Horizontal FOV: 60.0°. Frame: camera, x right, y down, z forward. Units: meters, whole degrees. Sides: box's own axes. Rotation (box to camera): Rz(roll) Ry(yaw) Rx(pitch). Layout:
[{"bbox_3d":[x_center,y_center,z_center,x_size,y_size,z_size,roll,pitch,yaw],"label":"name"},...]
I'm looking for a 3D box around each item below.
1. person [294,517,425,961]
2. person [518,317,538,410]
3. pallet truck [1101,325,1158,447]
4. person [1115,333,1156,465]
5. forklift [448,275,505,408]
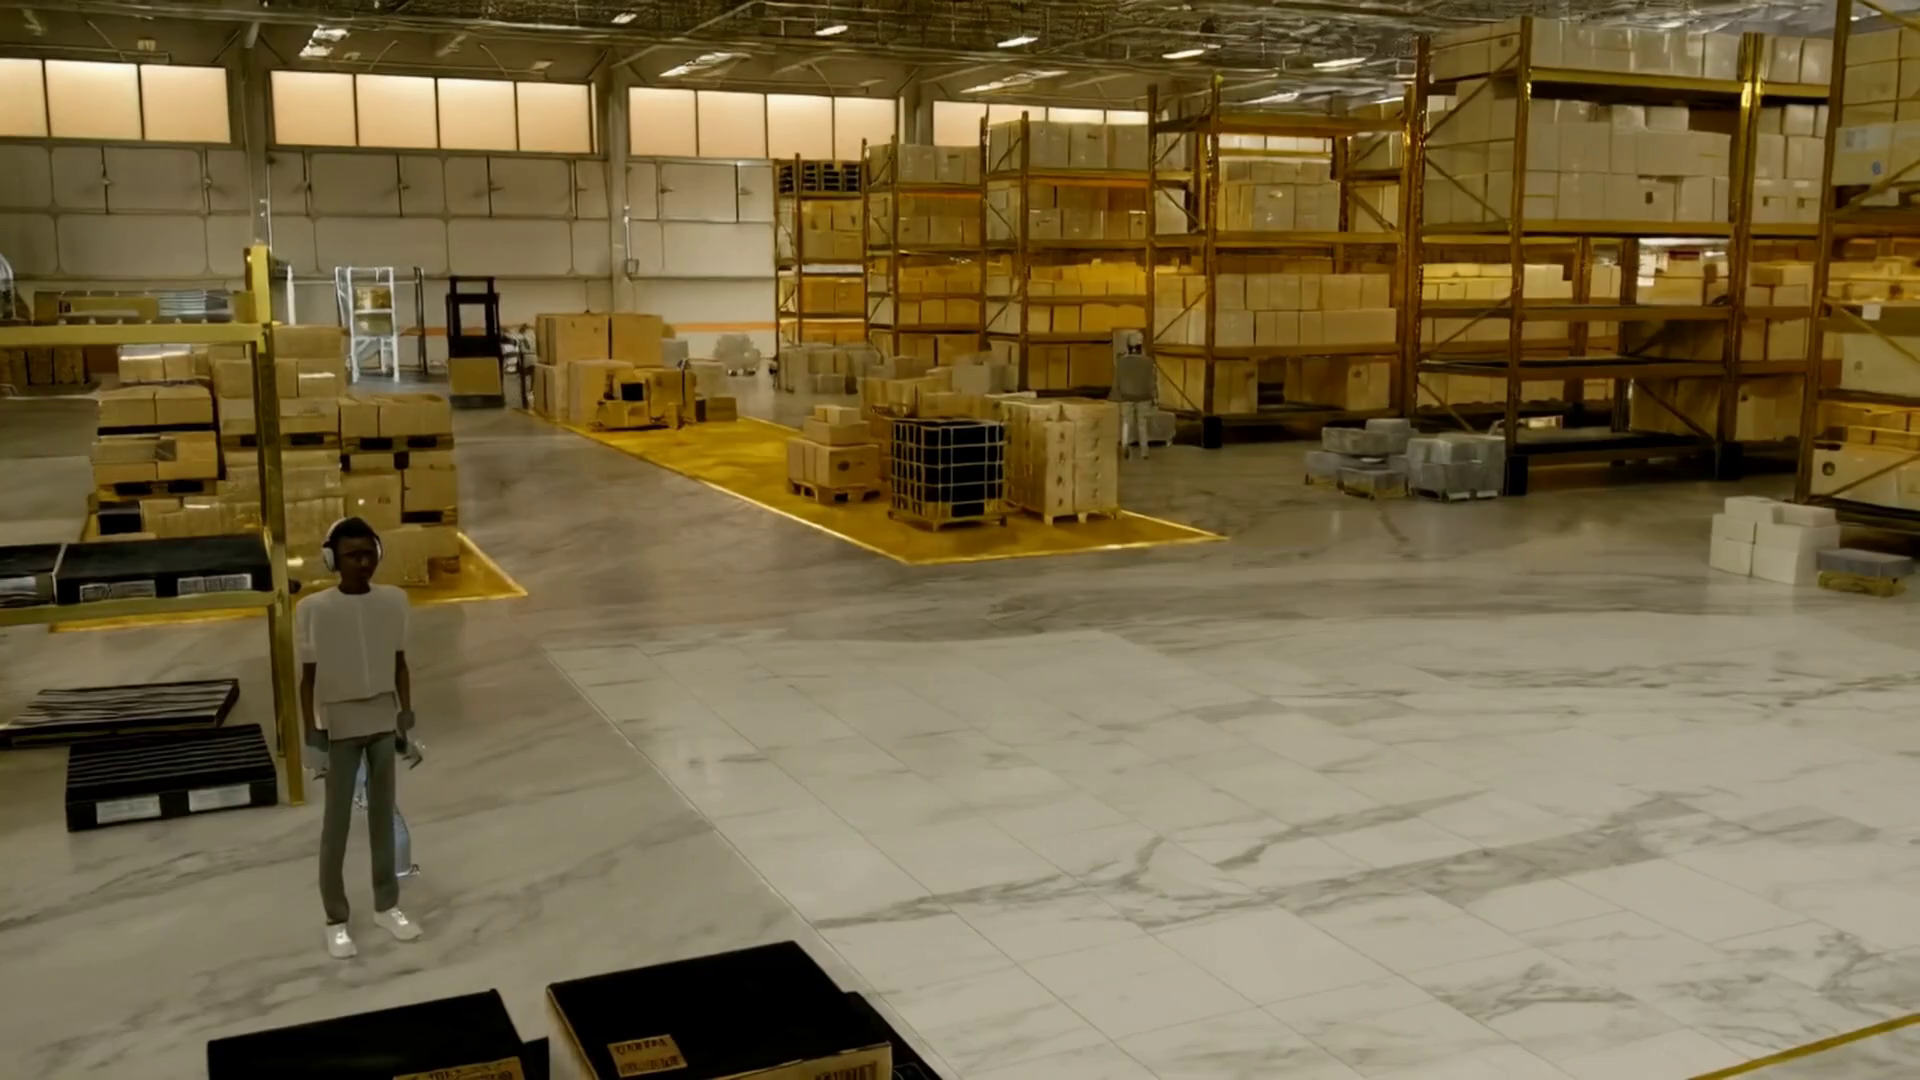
[{"bbox_3d":[-2.545,0.824,7.094,0.521,1.874,0.328,-9,13,-43],"label":"person"},{"bbox_3d":[-8.998,-3.701,34.950,0.351,1.942,0.547,7,12,39],"label":"person"},{"bbox_3d":[2.881,-2.596,27.923,0.823,1.965,1.885,-1,9,-7],"label":"pallet truck"},{"bbox_3d":[2.635,-2.108,24.938,0.611,1.985,0.393,2,9,10],"label":"person"},{"bbox_3d":[-10.387,-4.265,35.546,1.129,2.768,1.873,-3,10,-16],"label":"forklift"}]
